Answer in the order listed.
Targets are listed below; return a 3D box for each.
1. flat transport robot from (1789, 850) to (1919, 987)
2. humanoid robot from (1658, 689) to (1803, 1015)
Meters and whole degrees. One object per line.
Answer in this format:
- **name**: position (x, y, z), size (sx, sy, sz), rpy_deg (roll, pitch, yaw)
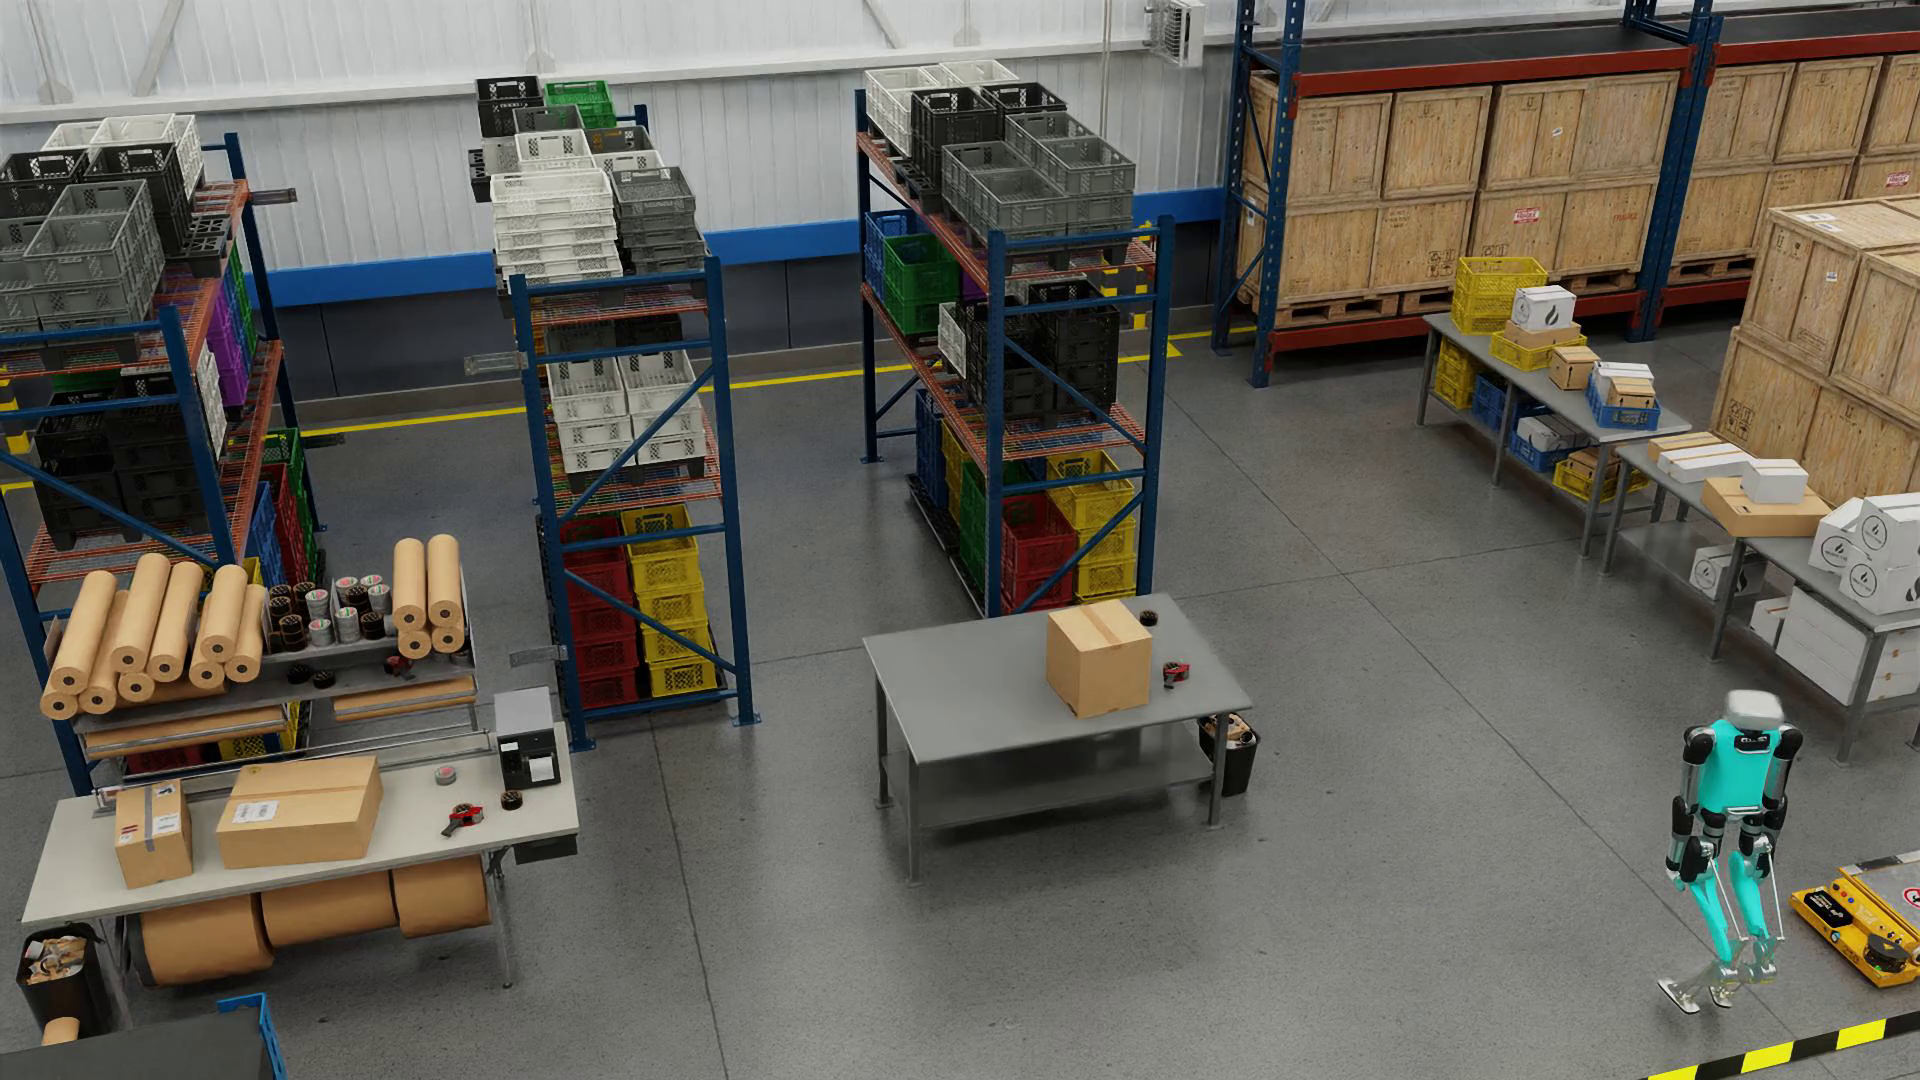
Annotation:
- **flat transport robot**: position (5.163, 1.916, 8.676), size (1.431, 0.231, 0.659), rpy_deg (-8, 30, -14)
- **humanoid robot**: position (3.606, 1.547, 7.682), size (0.533, 1.677, 0.735), rpy_deg (-2, 29, -4)
